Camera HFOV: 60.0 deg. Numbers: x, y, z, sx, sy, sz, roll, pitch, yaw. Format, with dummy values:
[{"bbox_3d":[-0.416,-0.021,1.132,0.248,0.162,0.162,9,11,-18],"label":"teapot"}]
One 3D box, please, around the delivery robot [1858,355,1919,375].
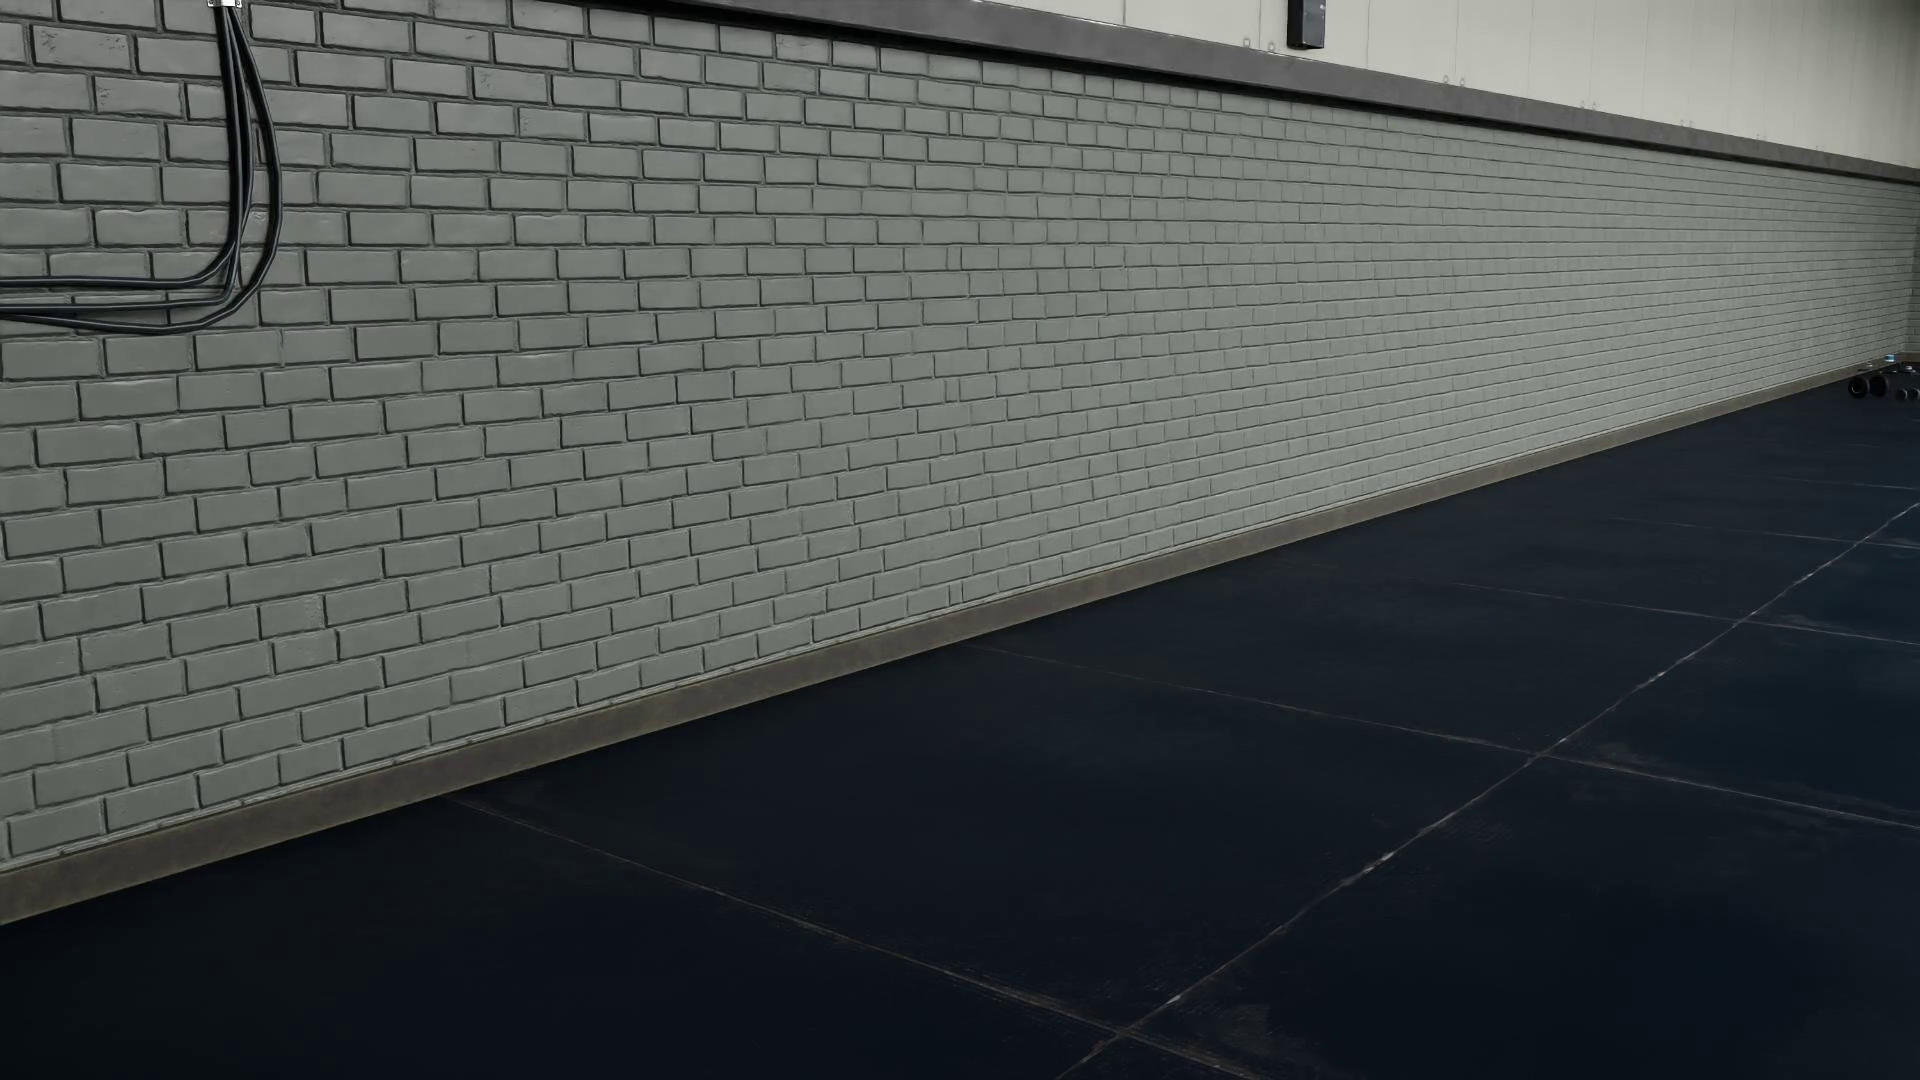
[{"bbox_3d":[11.830,-2.240,21.181,0.335,0.223,0.698,-6,12,-29],"label":"delivery robot"}]
